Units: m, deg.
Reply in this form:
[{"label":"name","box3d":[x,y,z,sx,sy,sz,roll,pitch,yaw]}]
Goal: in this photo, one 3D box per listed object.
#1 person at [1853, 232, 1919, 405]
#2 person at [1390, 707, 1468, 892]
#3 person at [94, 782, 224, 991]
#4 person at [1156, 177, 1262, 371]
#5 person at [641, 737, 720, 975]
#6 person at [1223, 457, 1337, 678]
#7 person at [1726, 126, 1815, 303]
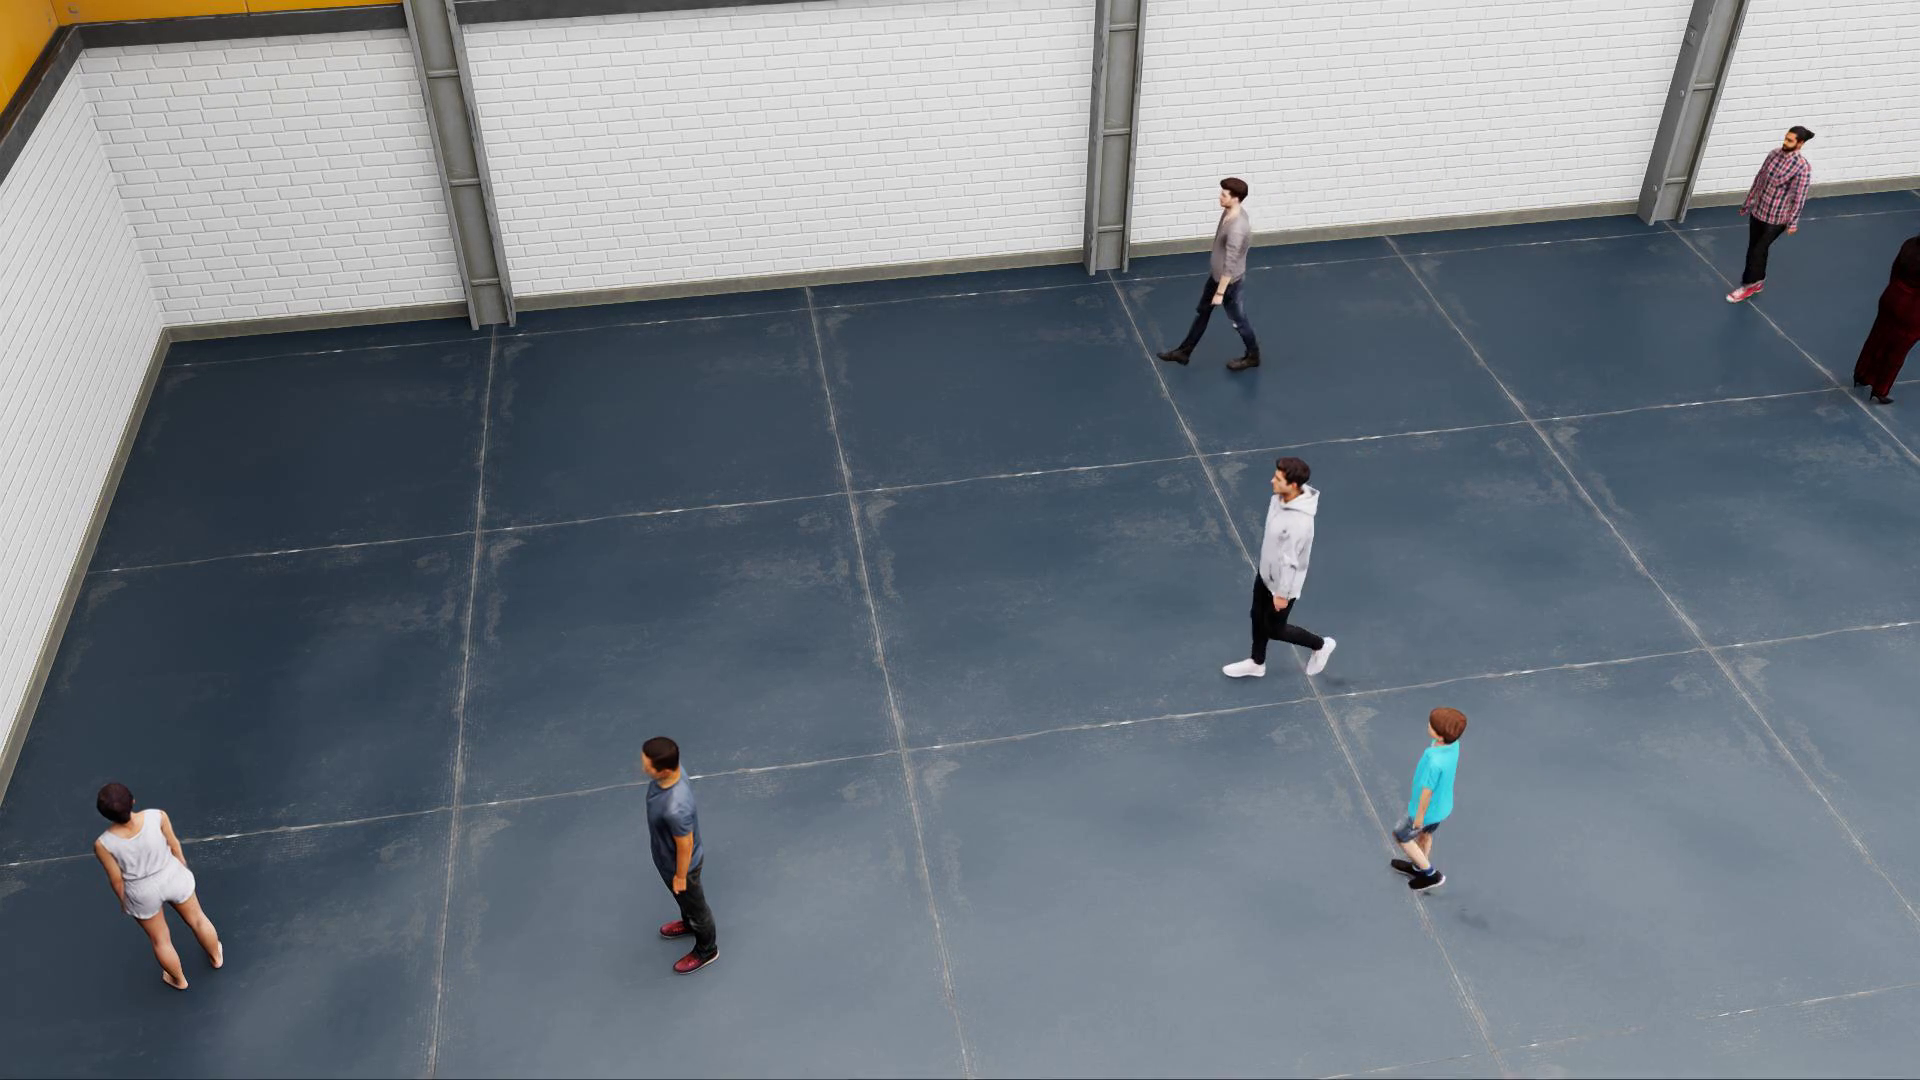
[{"label":"person","box3d":[8.147,-2.008,14.358,0.584,1.757,0.650,-6,39,-7]},{"label":"person","box3d":[2.914,1.608,10.085,0.739,1.440,0.678,25,45,28]},{"label":"person","box3d":[-4.603,1.966,9.502,0.633,1.607,0.721,-31,48,-33]},{"label":"person","box3d":[2.436,-2.265,14.603,1.220,1.854,0.822,-1,39,-2]},{"label":"person","box3d":[-1.612,1.786,9.571,0.600,1.804,0.684,-13,40,-16]},{"label":"person","box3d":[2.293,0.244,11.421,0.975,1.905,0.659,-6,39,-7]},{"label":"person","box3d":[7.733,-3.092,15.723,0.729,1.748,0.729,-10,40,-12]}]
